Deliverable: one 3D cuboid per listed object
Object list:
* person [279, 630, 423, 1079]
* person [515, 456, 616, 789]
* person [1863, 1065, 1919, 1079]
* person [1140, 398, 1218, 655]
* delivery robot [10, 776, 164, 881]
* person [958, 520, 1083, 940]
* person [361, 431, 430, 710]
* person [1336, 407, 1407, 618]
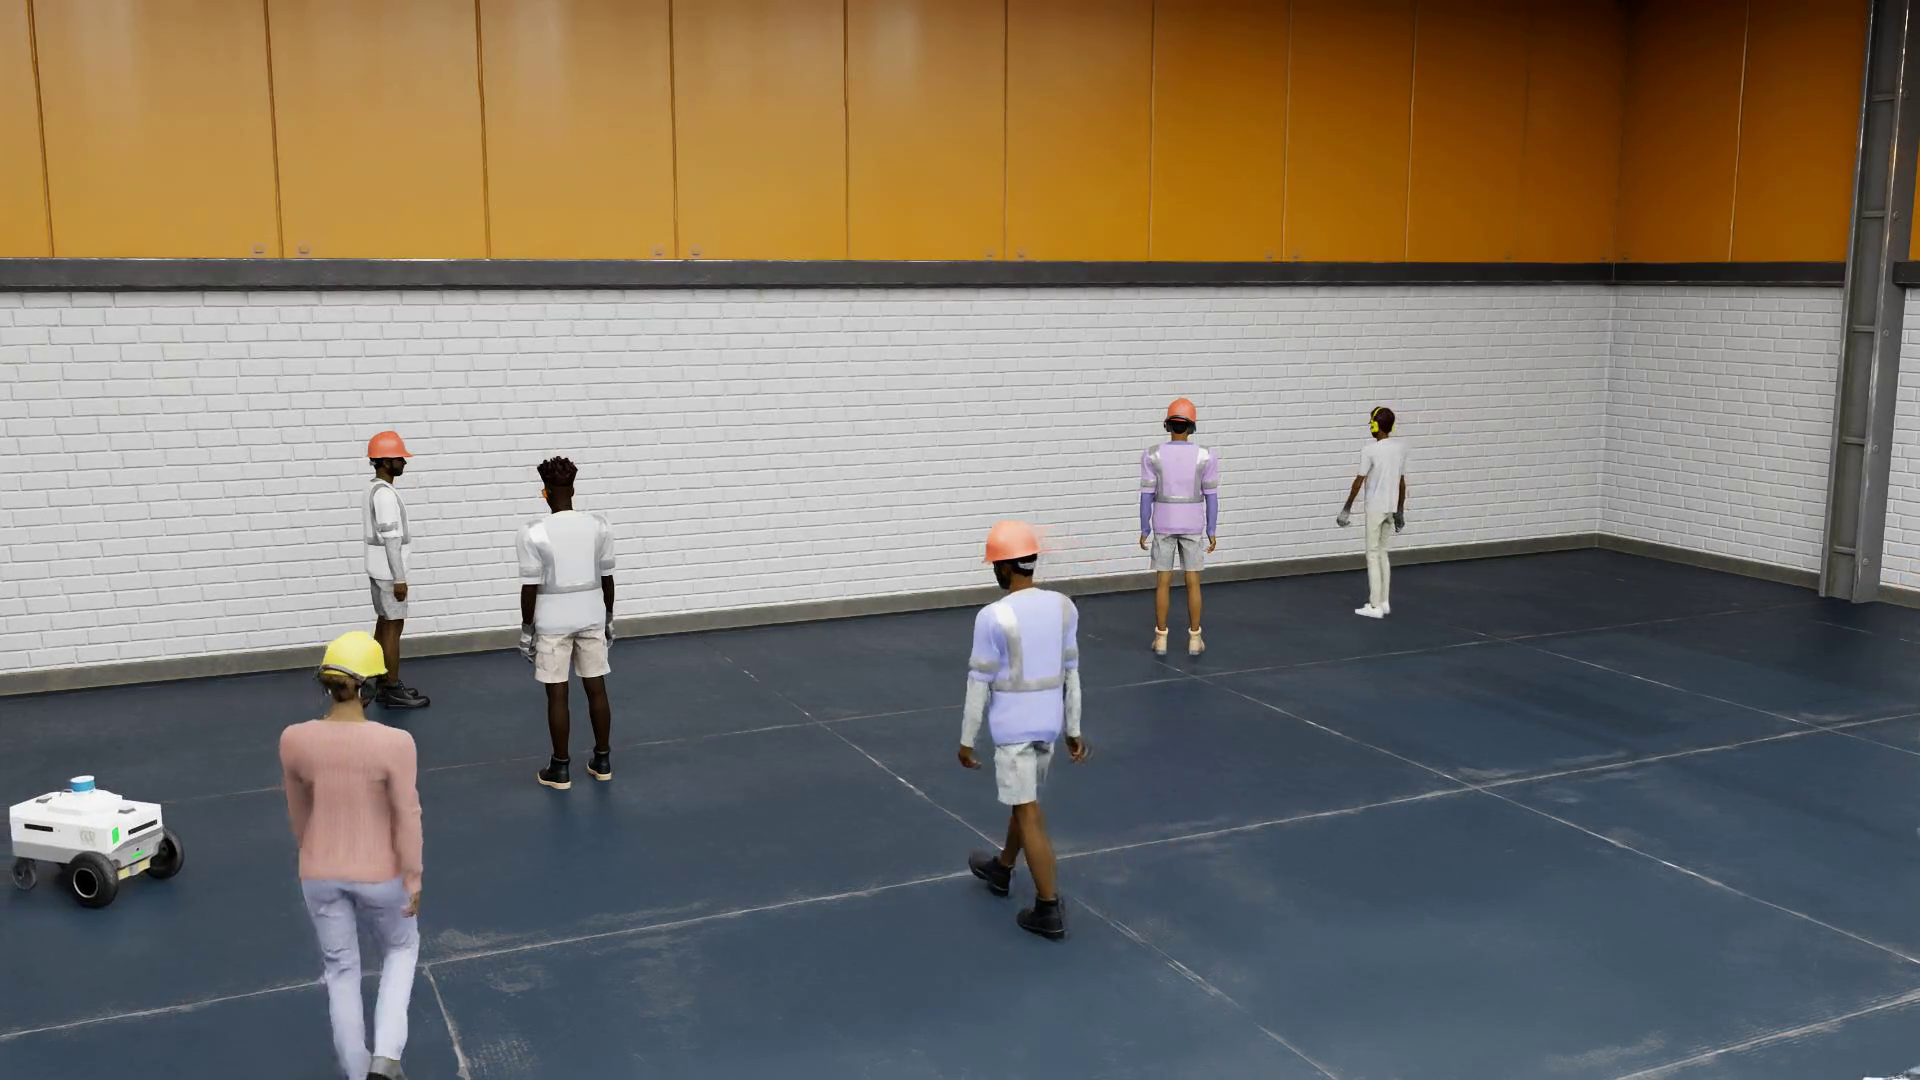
[{"bbox_3d":[-2.191,1.197,6.065,0.521,1.747,0.377,0,9,1],"label":"person"},{"bbox_3d":[-2.312,0.484,9.801,0.608,1.964,0.373,-6,11,-35],"label":"person"},{"bbox_3d":[3.806,1.308,5.899,0.860,1.586,0.510,6,11,33],"label":"person"},{"bbox_3d":[1.733,-0.106,13.217,0.615,2.041,0.388,1,9,6],"label":"person"},{"bbox_3d":[-4.292,1.403,8.170,0.707,0.478,0.477,3,10,18],"label":"delivery robot"},{"bbox_3d":[0.216,0.846,7.767,0.557,1.891,0.934,-7,11,-37],"label":"person"},{"bbox_3d":[-3.958,0.208,11.594,0.355,1.939,0.544,-6,11,-31],"label":"person"},{"bbox_3d":[3.641,-0.243,14.643,0.527,1.861,0.420,-6,11,-34],"label":"person"}]
